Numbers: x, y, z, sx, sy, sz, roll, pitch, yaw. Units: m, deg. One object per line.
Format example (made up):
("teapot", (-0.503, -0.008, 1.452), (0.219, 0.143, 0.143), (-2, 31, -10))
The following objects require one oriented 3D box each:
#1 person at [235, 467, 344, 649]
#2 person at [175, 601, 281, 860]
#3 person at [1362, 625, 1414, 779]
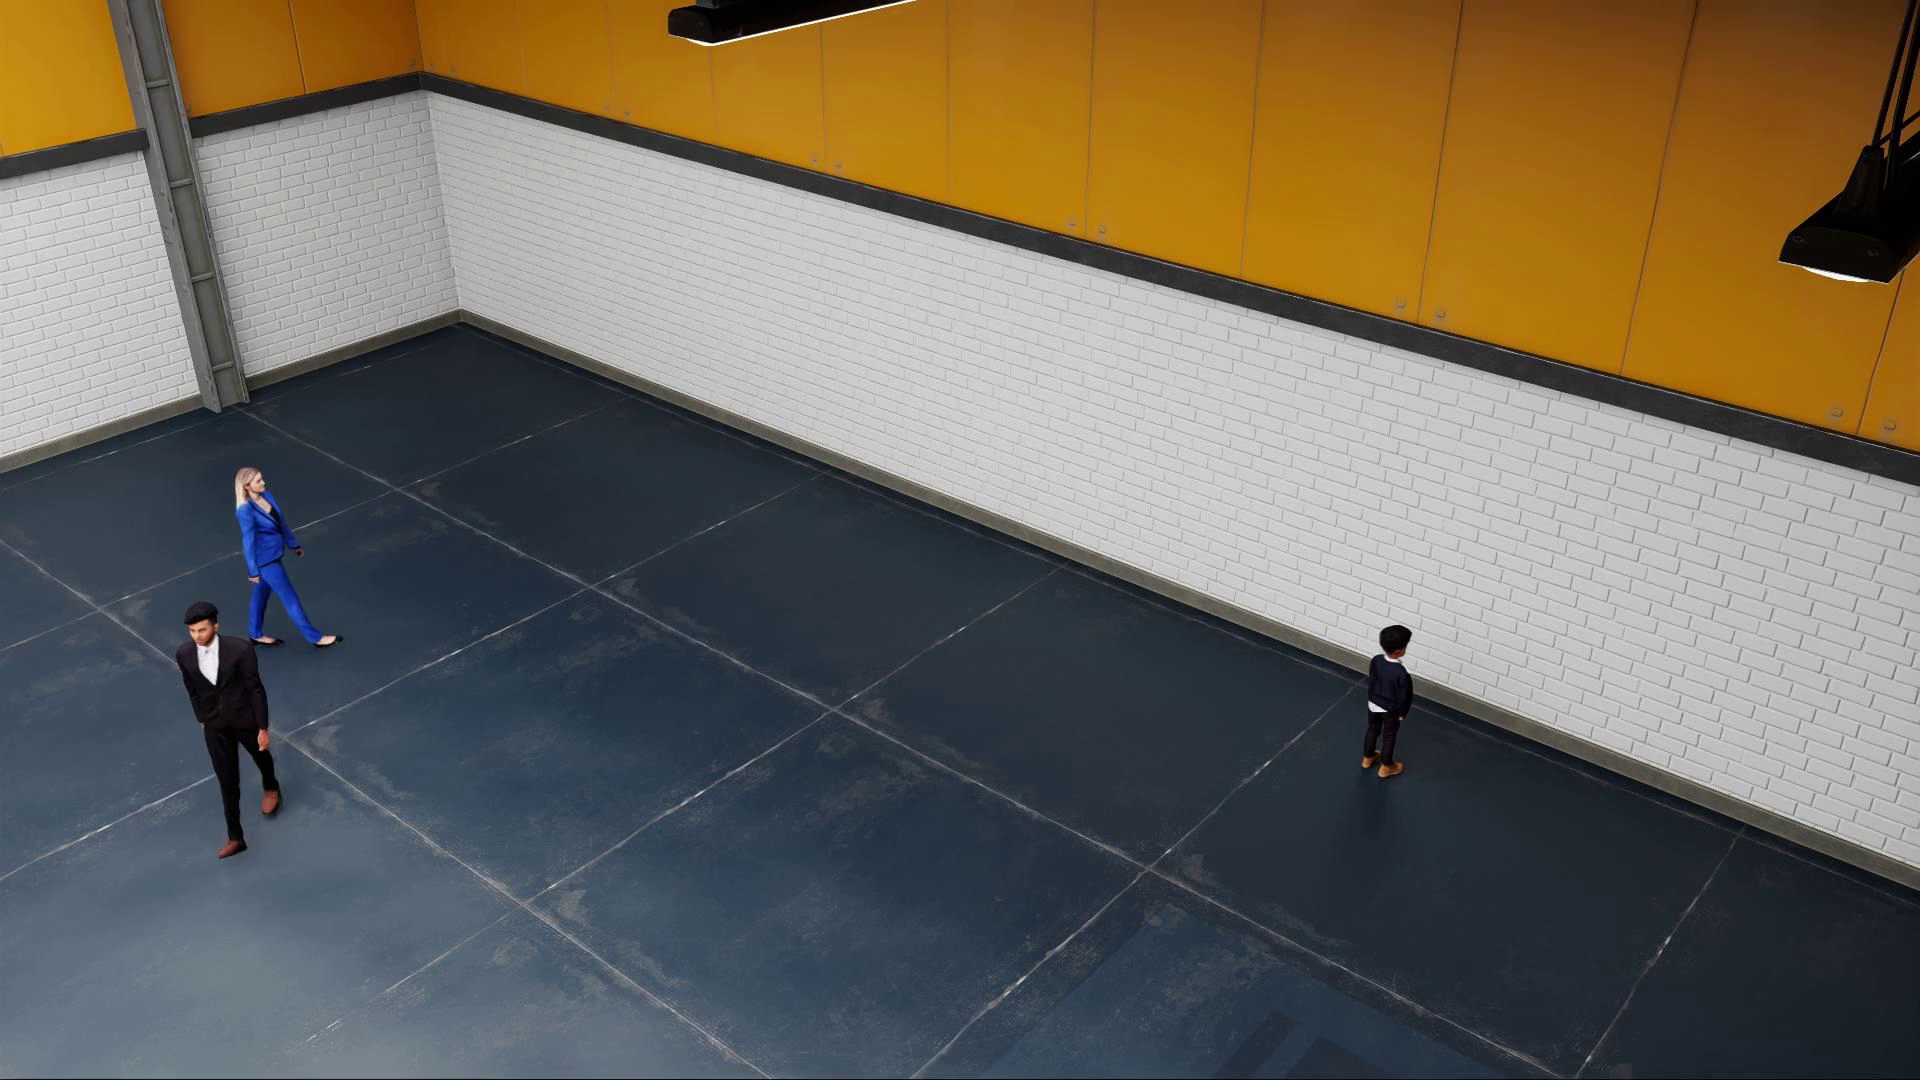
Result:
("person", (-5.736, 0.181, 13.531), (1.109, 1.667, 1.066), (-2, 29, -3))
("person", (-4.973, 1.197, 11.494), (1.192, 1.833, 1.250), (-3, 29, -5))
("person", (3.124, 1.172, 12.174), (0.542, 1.226, 0.545), (-19, 34, -31))
